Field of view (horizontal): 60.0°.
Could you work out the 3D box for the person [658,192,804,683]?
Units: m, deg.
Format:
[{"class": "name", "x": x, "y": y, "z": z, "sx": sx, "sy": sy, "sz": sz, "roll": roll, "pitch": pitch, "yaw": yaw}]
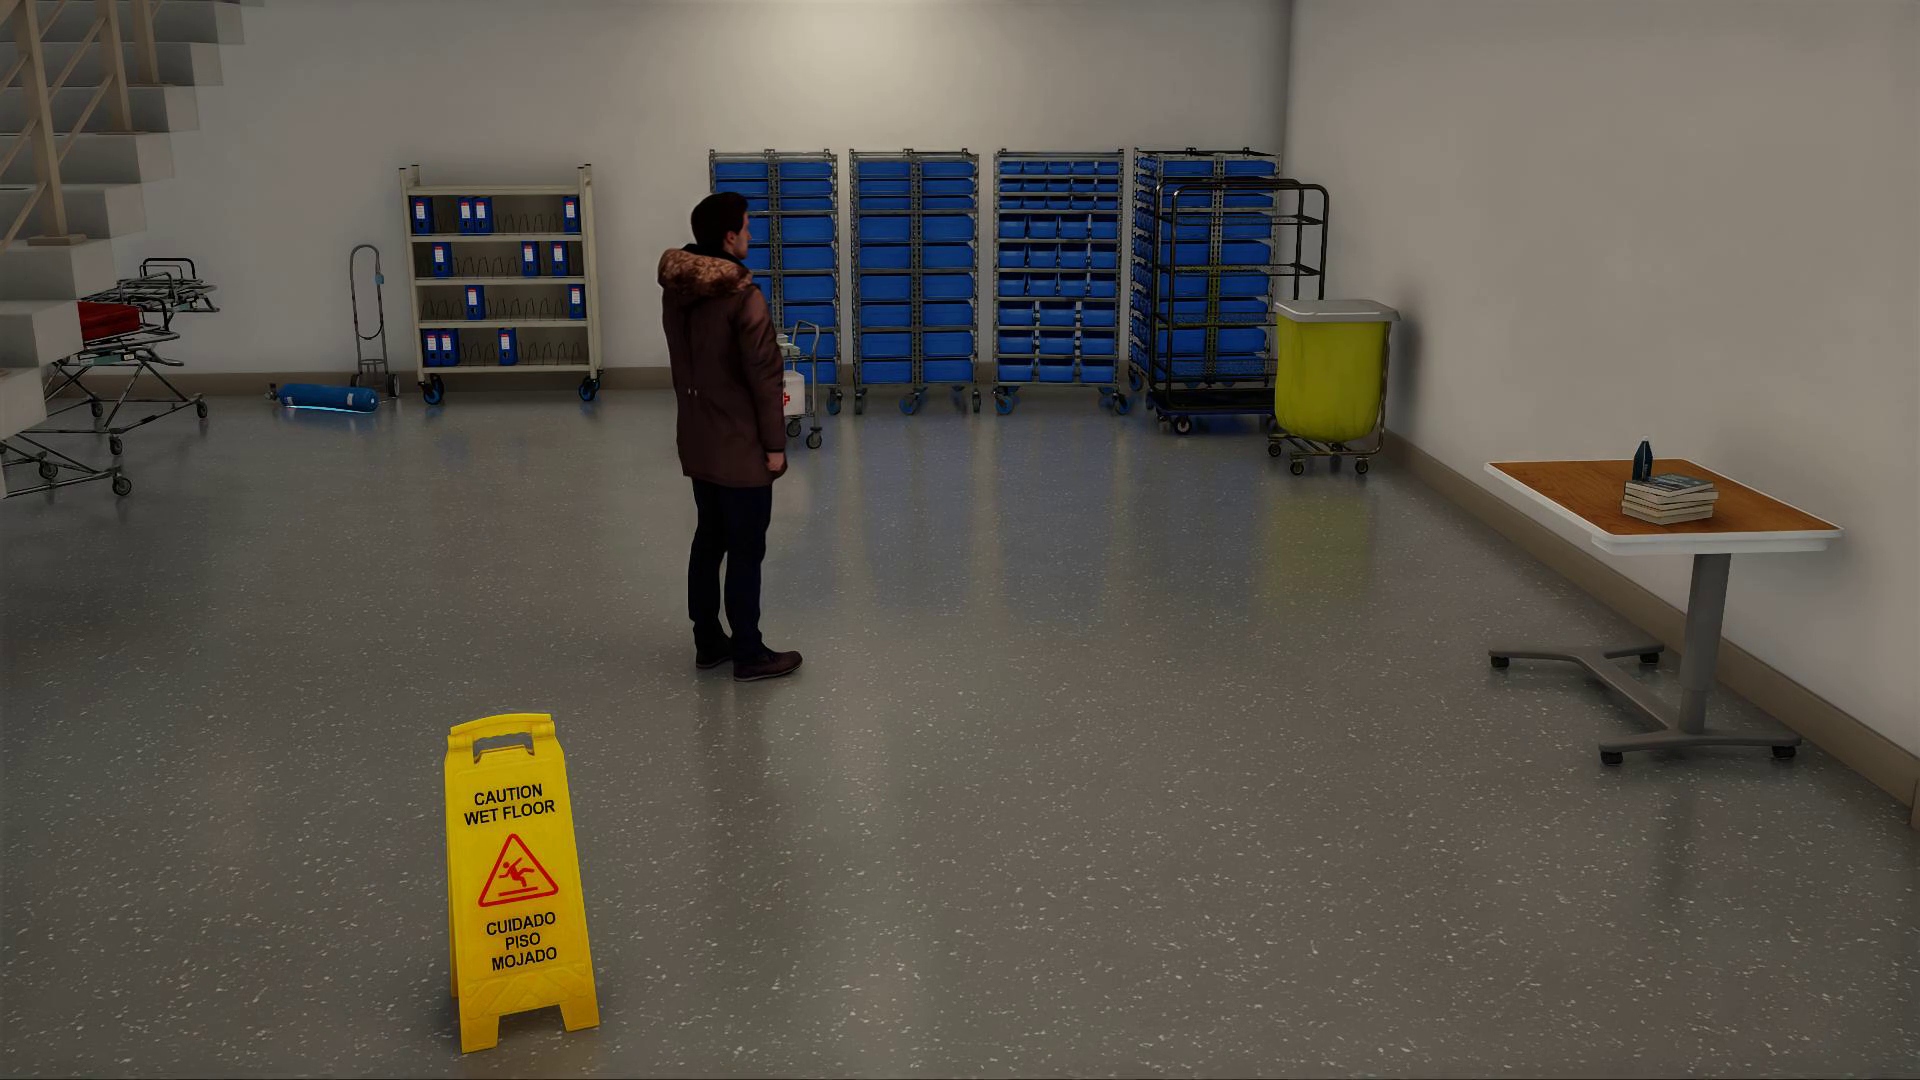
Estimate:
[{"class": "person", "x": -0.884, "y": -0.386, "z": 6.316, "sx": 0.854, "sy": 1.848, "sz": 0.933, "roll": 15, "pitch": 22, "yaw": 43}]
